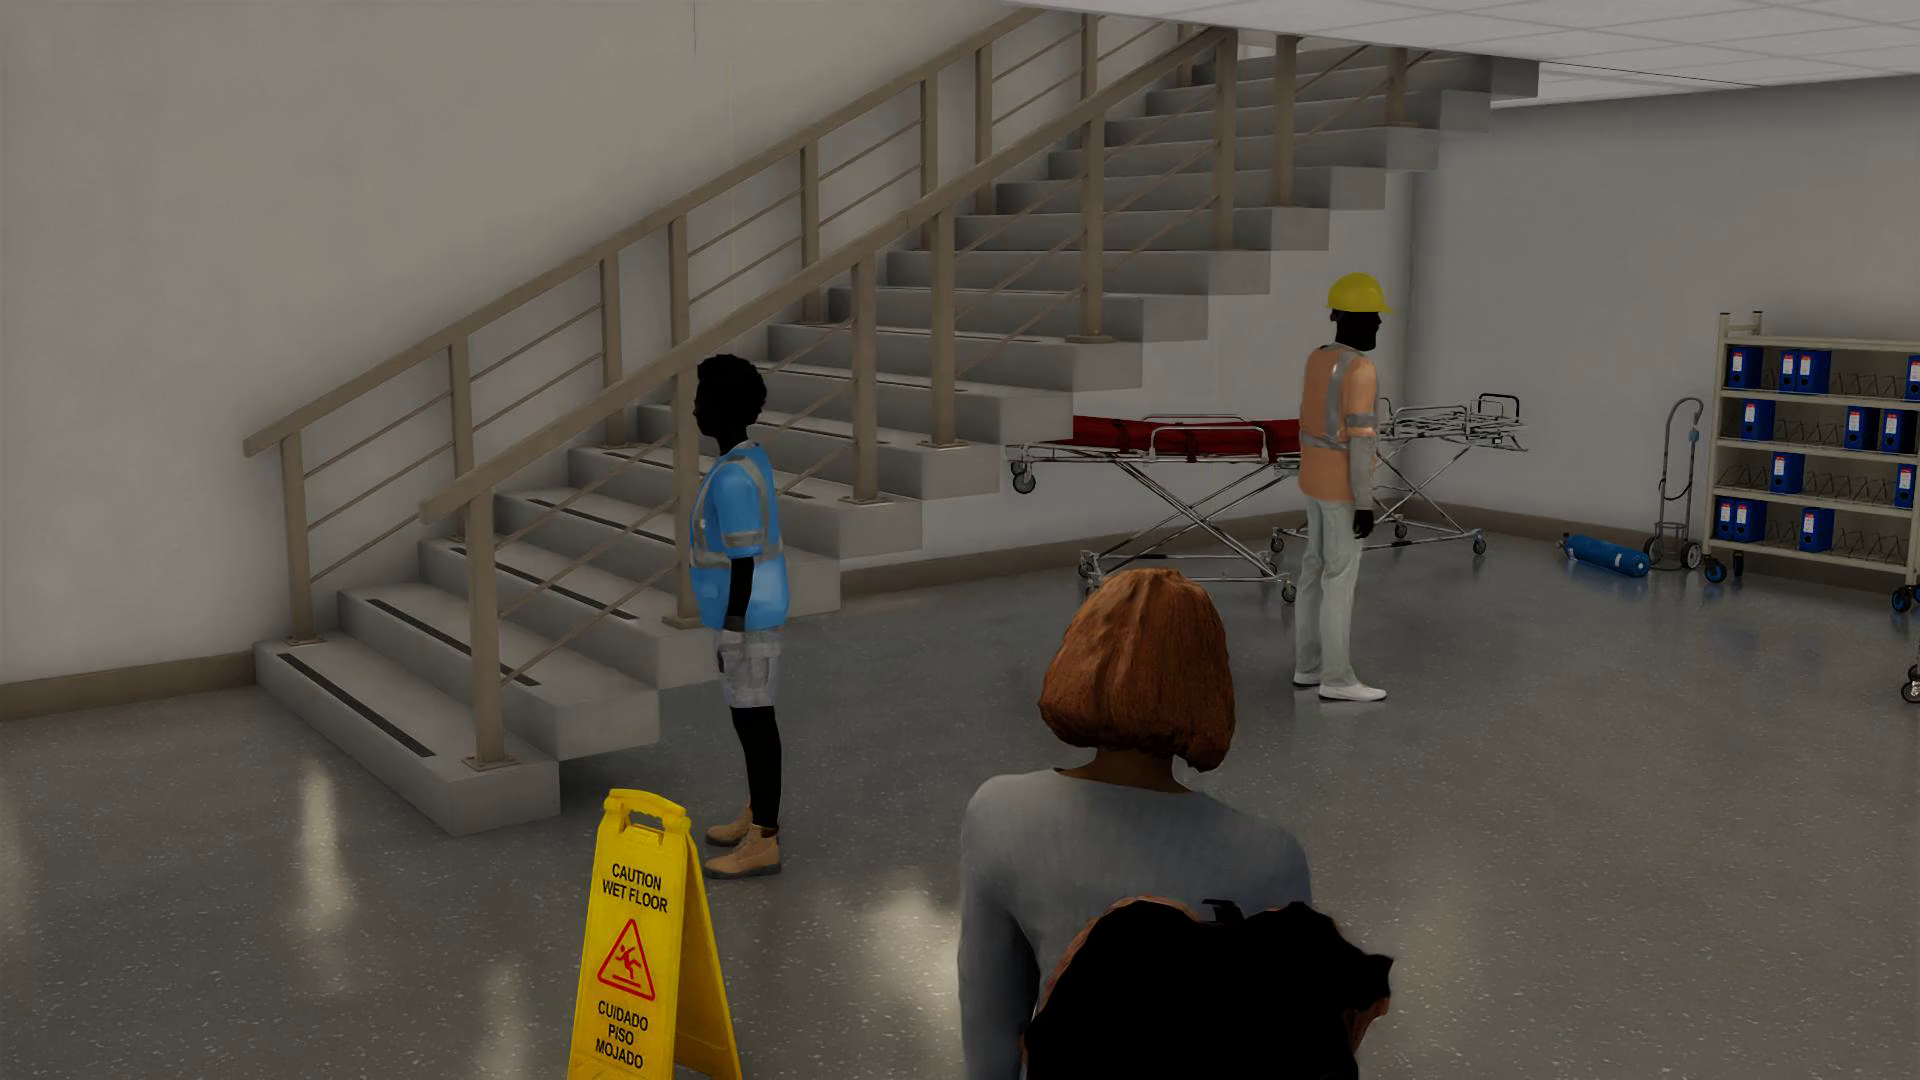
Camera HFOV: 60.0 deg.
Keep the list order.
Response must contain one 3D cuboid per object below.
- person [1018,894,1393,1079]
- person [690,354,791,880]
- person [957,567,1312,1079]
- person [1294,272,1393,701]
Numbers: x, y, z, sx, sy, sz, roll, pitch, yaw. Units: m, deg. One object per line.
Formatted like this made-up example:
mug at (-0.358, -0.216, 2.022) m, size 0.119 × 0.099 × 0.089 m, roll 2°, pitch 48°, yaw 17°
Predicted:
person at (0.140, 1.022, 1.113) m, size 0.307 × 1.641 × 0.513 m, roll 3°, pitch 10°, yaw 18°
person at (-0.713, 0.248, 5.402) m, size 0.322 × 1.697 × 0.535 m, roll 0°, pitch 10°, yaw -3°
person at (0.230, 0.840, 2.179) m, size 0.498 × 1.633 × 0.282 m, roll 6°, pitch 12°, yaw 32°
person at (1.736, -0.240, 7.552) m, size 0.388 × 1.927 × 0.589 m, roll -2°, pitch 10°, yaw -12°
